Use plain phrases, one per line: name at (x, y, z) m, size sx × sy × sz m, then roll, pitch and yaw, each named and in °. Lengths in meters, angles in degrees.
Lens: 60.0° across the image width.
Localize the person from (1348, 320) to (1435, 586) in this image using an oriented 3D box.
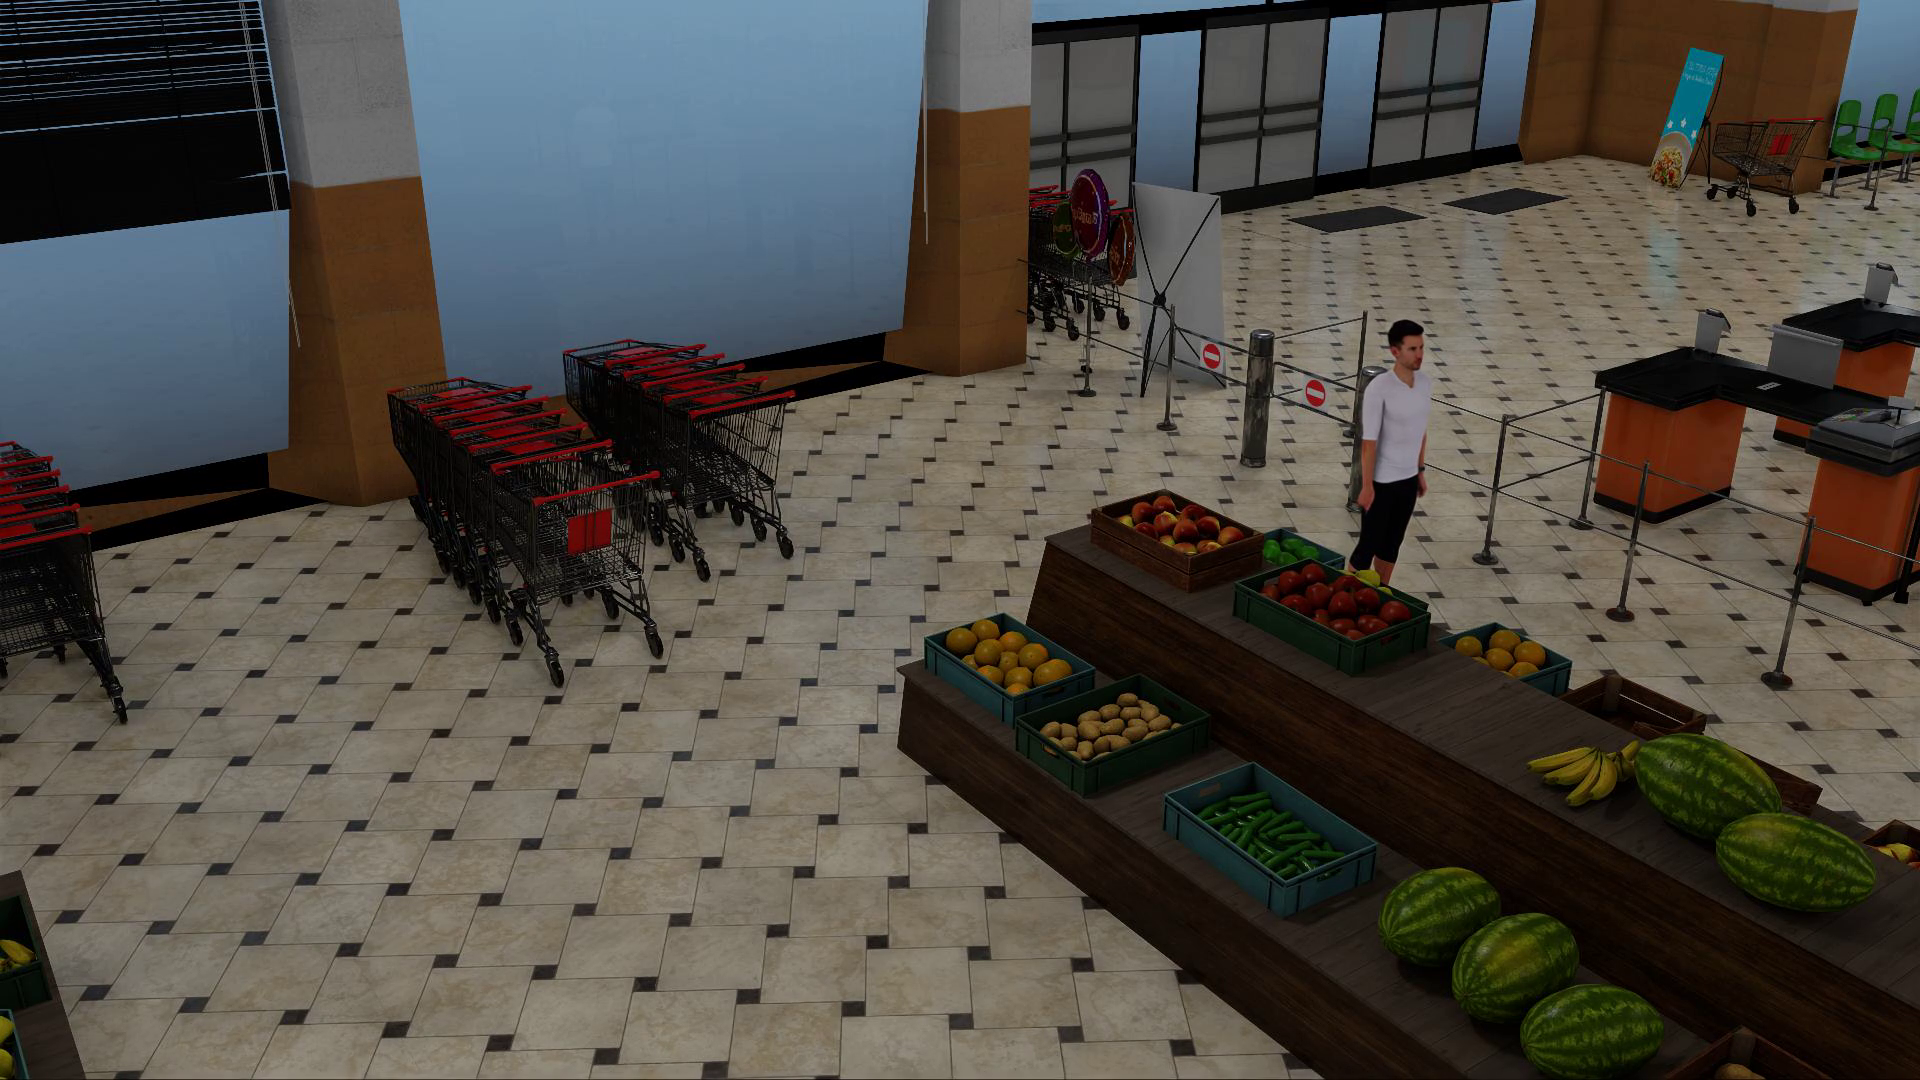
person at (2.498, -0.380, 9.652) m, size 0.659 × 1.851 × 0.558 m, roll -14°, pitch 27°, yaw -30°
